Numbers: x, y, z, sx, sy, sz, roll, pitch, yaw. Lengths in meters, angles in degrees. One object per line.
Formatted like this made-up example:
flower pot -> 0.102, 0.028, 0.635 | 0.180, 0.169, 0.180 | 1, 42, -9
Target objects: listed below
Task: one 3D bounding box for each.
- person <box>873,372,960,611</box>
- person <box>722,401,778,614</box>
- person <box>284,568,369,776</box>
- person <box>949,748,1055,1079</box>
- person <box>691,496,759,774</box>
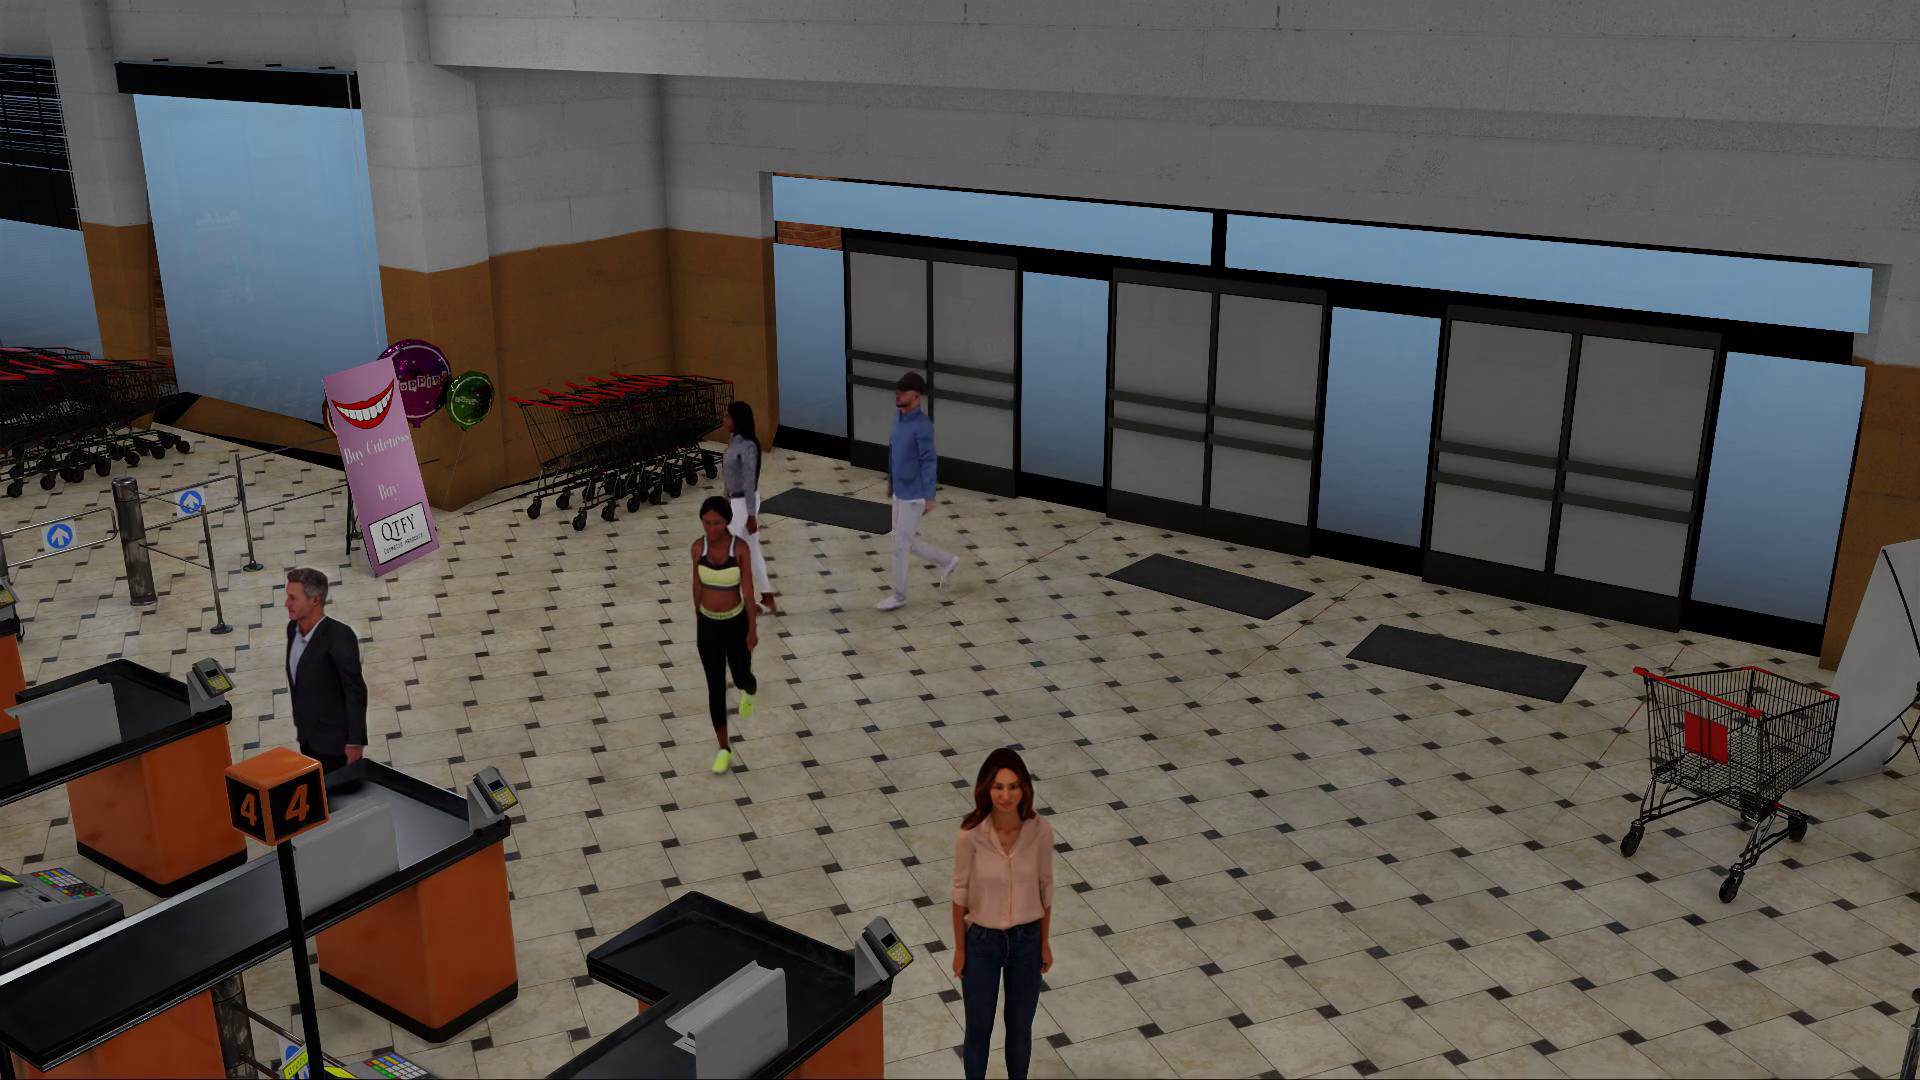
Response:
person -> -0.326, -0.389, 12.929 | 1.118, 1.867, 0.956 | -9, 21, -24
person -> -1.567, -0.220, 12.679 | 0.986, 1.705, 0.904 | -5, 19, -15
person -> -3.357, 1.007, 8.833 | 0.722, 1.839, 0.568 | 13, 23, 35
person -> 0.172, 1.678, 6.914 | 0.663, 1.792, 0.719 | -3, 19, -8
person -> -1.452, 0.535, 10.412 | 0.900, 1.725, 1.117 | 2, 19, 5
